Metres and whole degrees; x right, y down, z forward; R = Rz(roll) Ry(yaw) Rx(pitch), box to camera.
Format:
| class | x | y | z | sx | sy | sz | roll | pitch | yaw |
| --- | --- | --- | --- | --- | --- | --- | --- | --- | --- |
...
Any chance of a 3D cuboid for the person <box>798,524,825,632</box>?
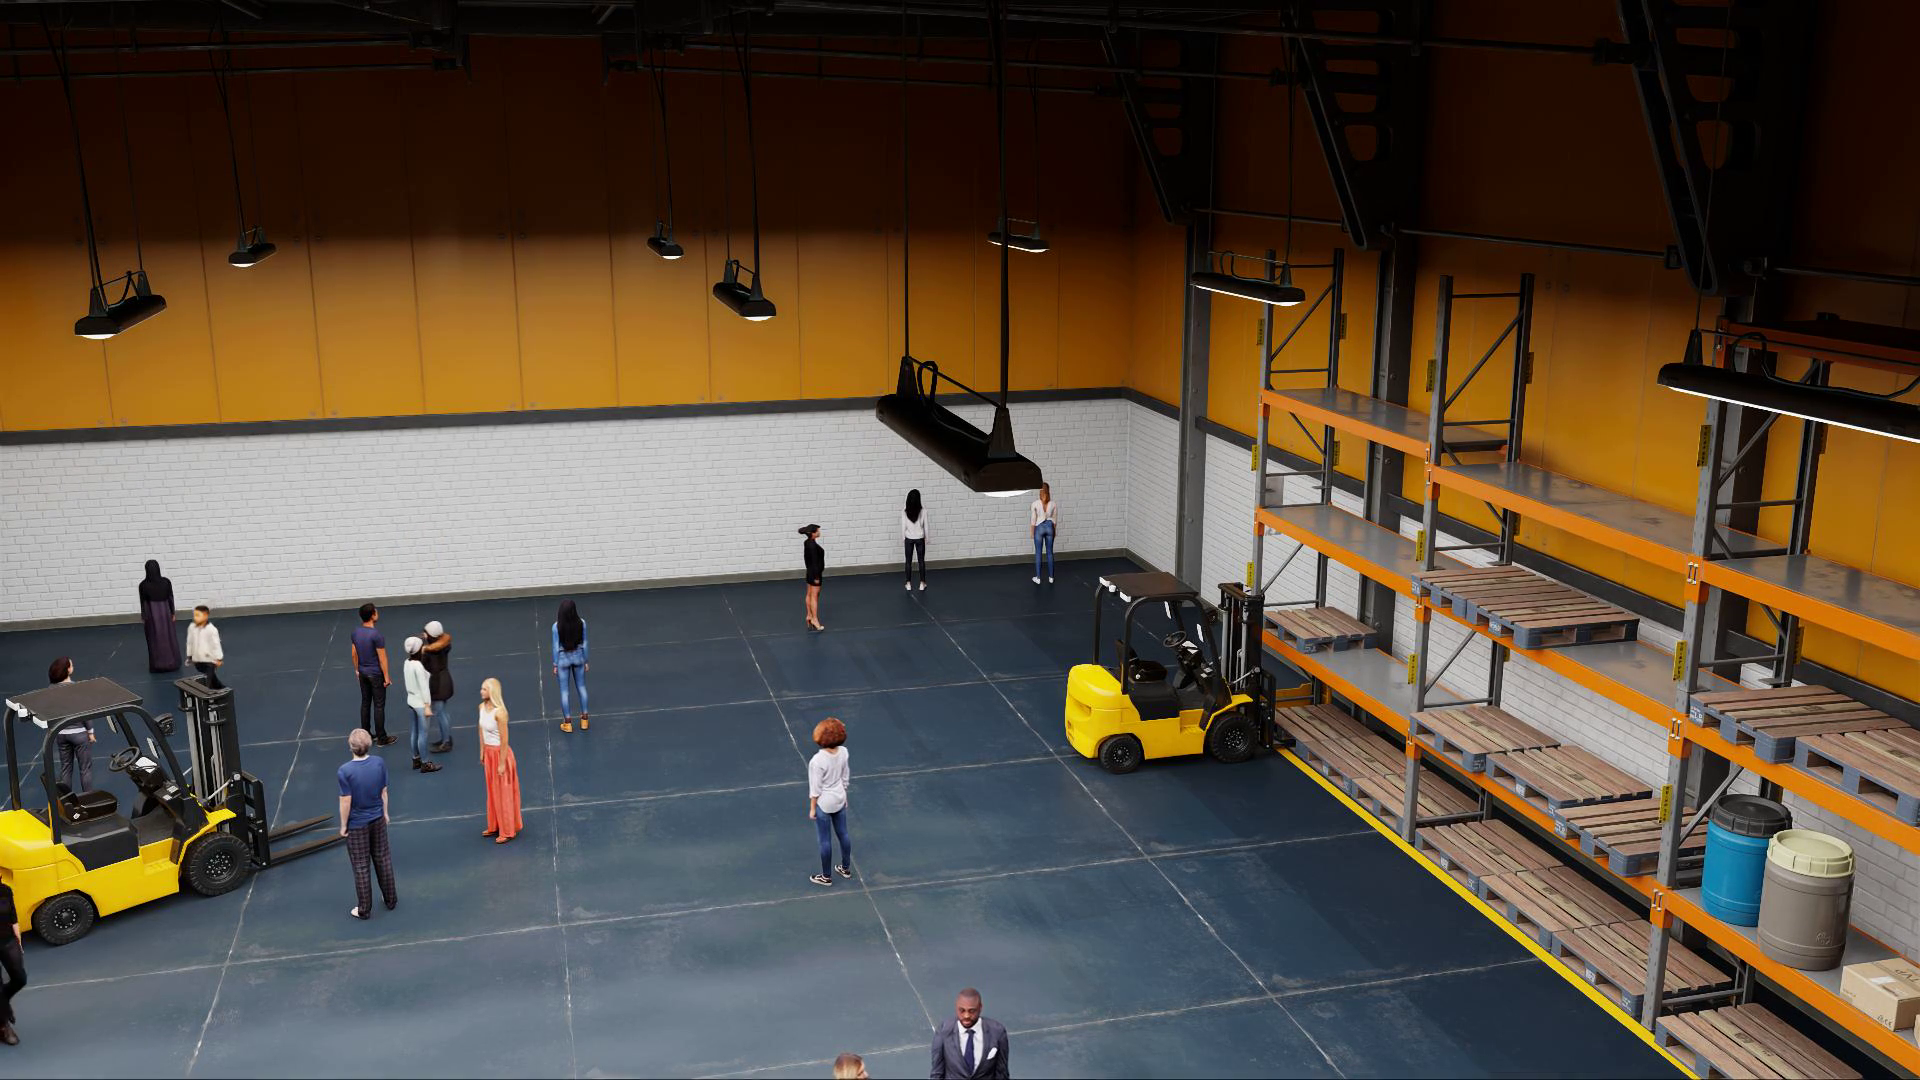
| class | x | y | z | sx | sy | sz | roll | pitch | yaw |
| --- | --- | --- | --- | --- | --- | --- | --- | --- | --- |
| person | -2.227 | 0.554 | 25.339 | 0.653 | 1.639 | 0.582 | -5 | 15 | -21 |

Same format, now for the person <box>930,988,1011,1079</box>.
| class | x | y | z | sx | sy | sz | roll | pitch | yaw |
| --- | --- | --- | --- | --- | --- | --- | --- | --- | --- |
| person | 0.065 | 3.865 | 11.271 | 0.757 | 1.824 | 0.685 | 0 | 14 | -1 |

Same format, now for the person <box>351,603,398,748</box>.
| class | x | y | z | sx | sy | sz | roll | pitch | yaw |
| --- | --- | --- | --- | --- | --- | --- | --- | --- | --- |
| person | -7.257 | 1.652 | 20.484 | 0.719 | 1.790 | 0.738 | 5 | 15 | 21 |

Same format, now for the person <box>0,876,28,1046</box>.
| class | x | y | z | sx | sy | sz | roll | pitch | yaw |
| --- | --- | --- | --- | --- | --- | --- | --- | --- | --- |
| person | -8.014 | 3.364 | 13.752 | 0.841 | 1.629 | 0.774 | 9 | 16 | 33 |

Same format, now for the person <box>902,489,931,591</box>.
| class | x | y | z | sx | sy | sz | roll | pitch | yaw |
| --- | --- | --- | --- | --- | --- | --- | --- | --- | --- |
| person | -0.749 | -0.016 | 27.561 | 0.672 | 1.701 | 0.643 | 0 | 14 | 0 |

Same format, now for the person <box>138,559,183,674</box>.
| class | x | y | z | sx | sy | sz | roll | pitch | yaw |
| --- | --- | --- | --- | --- | --- | --- | --- | --- | --- |
| person | -11.259 | 1.052 | 23.335 | 0.693 | 1.614 | 0.710 | -11 | 17 | -37 |

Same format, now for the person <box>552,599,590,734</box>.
| class | x | y | z | sx | sy | sz | roll | pitch | yaw |
| --- | --- | --- | --- | --- | --- | --- | --- | --- | --- |
| person | -4.909 | 1.569 | 20.992 | 0.656 | 1.713 | 0.597 | -7 | 15 | -28 |

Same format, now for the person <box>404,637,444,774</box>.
| class | x | y | z | sx | sy | sz | roll | pitch | yaw |
| --- | --- | --- | --- | --- | --- | --- | --- | --- | --- |
| person | -6.396 | 1.926 | 19.661 | 0.703 | 1.644 | 0.580 | -12 | 18 | -40 |

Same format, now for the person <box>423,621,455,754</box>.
| class | x | y | z | sx | sy | sz | roll | pitch | yaw |
| --- | --- | --- | --- | --- | --- | --- | --- | --- | --- |
| person | -6.345 | 1.781 | 20.287 | 0.705 | 1.631 | 0.554 | -2 | 14 | -8 |

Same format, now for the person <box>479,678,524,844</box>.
| class | x | y | z | sx | sy | sz | roll | pitch | yaw |
| --- | --- | --- | --- | --- | --- | --- | --- | --- | --- |
| person | -4.915 | 2.324 | 17.682 | 0.784 | 1.801 | 0.682 | -13 | 18 | -42 |

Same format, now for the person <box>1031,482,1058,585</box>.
| class | x | y | z | sx | sy | sz | roll | pitch | yaw |
| --- | --- | --- | --- | --- | --- | --- | --- | --- | --- |
| person | 1.419 | -0.129 | 27.984 | 0.613 | 1.720 | 0.540 | -3 | 14 | -11 |

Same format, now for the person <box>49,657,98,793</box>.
| class | x | y | z | sx | sy | sz | roll | pitch | yaw |
| --- | --- | --- | --- | --- | --- | --- | --- | --- | --- |
| person | -9.869 | 2.145 | 18.492 | 0.680 | 1.768 | 0.638 | 1 | 14 | 4 |

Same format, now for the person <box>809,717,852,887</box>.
| class | x | y | z | sx | sy | sz | roll | pitch | yaw |
| --- | --- | --- | --- | --- | --- | --- | --- | --- | --- |
| person | -1.296 | 2.607 | 16.702 | 0.745 | 1.713 | 0.763 | -12 | 18 | -41 |

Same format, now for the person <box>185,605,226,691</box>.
| class | x | y | z | sx | sy | sz | roll | pitch | yaw |
| --- | --- | --- | --- | --- | --- | --- | --- | --- | --- |
| person | -9.809 | 1.536 | 21.731 | 0.893 | 1.427 | 1.055 | 4 | 14 | 15 |

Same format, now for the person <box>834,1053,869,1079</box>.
| class | x | y | z | sx | sy | sz | roll | pitch | yaw |
| --- | --- | --- | --- | --- | --- | --- | --- | --- | --- |
| person | -0.713 | 4.072 | 10.731 | 0.663 | 1.675 | 0.513 | 1 | 14 | 5 |

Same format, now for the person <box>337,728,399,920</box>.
| class | x | y | z | sx | sy | sz | roll | pitch | yaw |
| --- | --- | --- | --- | --- | --- | --- | --- | --- | --- |
| person | -5.706 | 2.702 | 15.974 | 0.725 | 1.871 | 0.736 | 13 | 19 | 42 |
